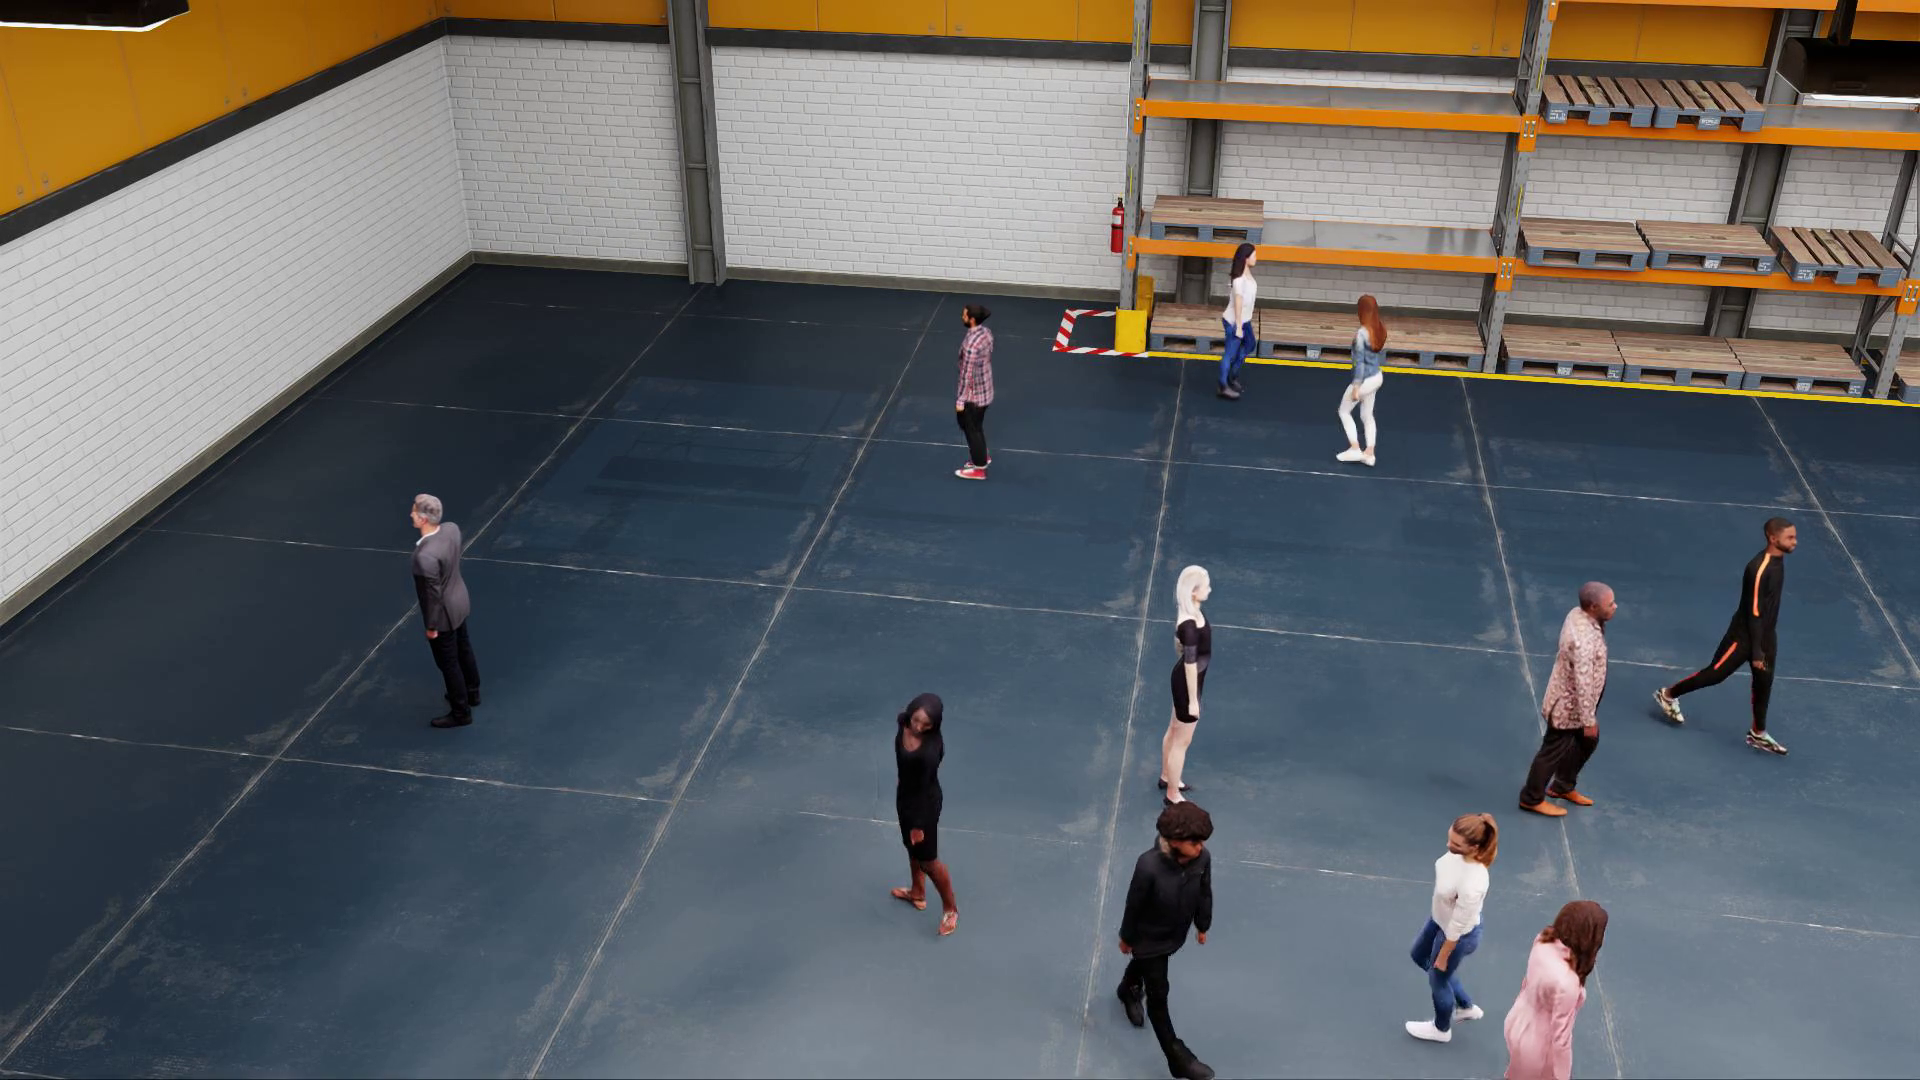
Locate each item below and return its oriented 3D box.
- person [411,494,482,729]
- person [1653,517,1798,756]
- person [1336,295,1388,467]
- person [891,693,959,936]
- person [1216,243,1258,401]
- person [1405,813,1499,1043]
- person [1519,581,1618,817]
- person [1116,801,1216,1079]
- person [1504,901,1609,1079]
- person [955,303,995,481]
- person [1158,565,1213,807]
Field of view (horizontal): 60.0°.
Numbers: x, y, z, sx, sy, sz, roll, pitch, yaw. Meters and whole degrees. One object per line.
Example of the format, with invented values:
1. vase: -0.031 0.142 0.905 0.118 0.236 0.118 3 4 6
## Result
1. person: -3.727 0.485 12.003 0.634 1.842 0.740 1 29 3
2. person: 5.493 0.642 11.788 1.093 1.773 1.272 -25 37 -38
3. person: 3.909 -1.462 15.741 0.794 1.681 0.781 24 37 37
4. person: -0.267 1.582 10.141 0.789 1.700 0.825 -2 29 -4
5. person: 2.773 -2.246 17.193 0.612 1.668 0.658 9 30 16
6. person: 2.785 2.157 9.080 0.706 1.707 0.680 10 30 18
7. person: 3.954 1.058 11.007 0.787 1.790 0.773 11 31 20
8. person: 1.049 2.089 9.181 1.145 1.730 1.173 -13 31 -23
9. person: 2.796 2.526 8.331 0.695 1.776 0.705 2 29 3
10. person: 0.211 -1.366 15.494 0.594 1.749 0.679 6 29 11
11. person: 1.509 0.981 11.106 0.554 1.831 0.621 0 29 0
